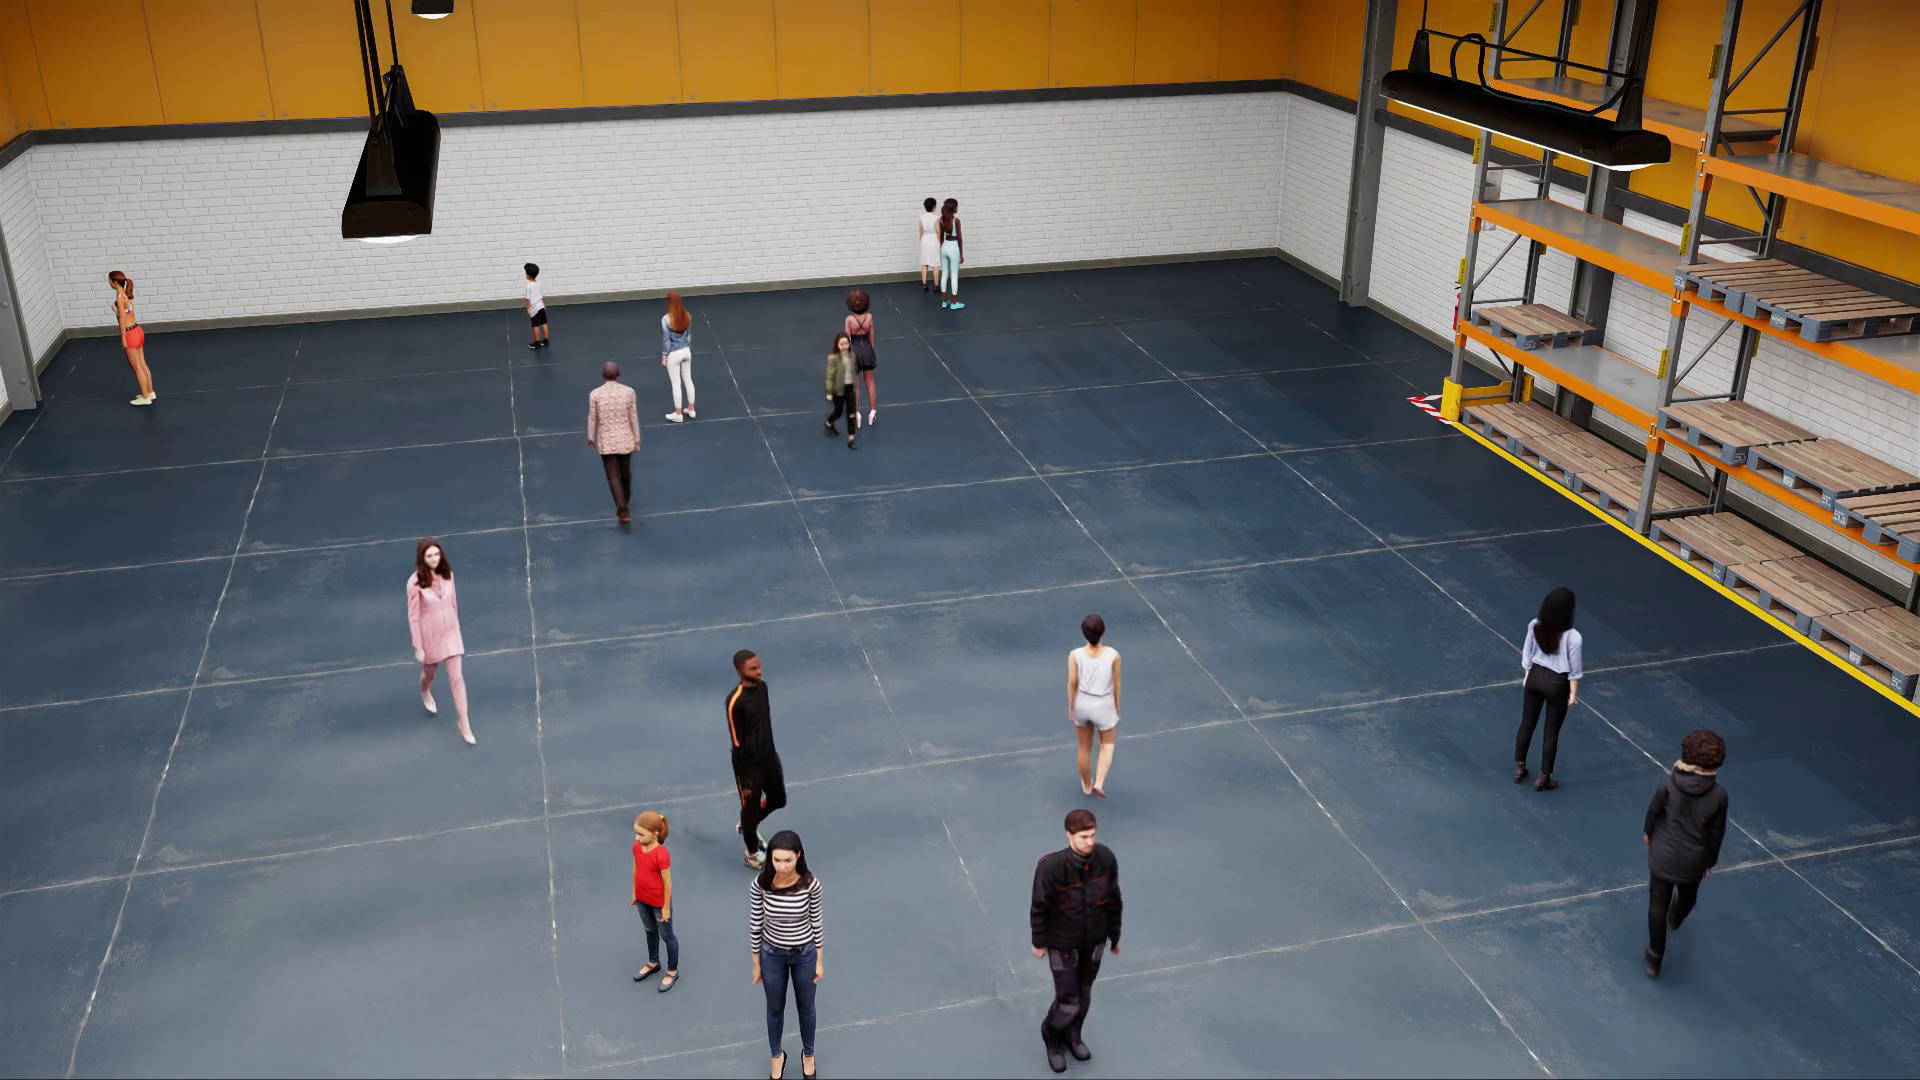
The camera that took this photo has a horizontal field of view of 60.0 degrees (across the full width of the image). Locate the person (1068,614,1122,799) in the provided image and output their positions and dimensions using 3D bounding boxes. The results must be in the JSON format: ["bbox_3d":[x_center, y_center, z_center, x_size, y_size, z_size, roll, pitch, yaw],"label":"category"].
[{"bbox_3d":[1.043,1.345,12.964,0.721,1.598,0.805,4,24,9],"label":"person"}]

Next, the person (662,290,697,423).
[{"bbox_3d":[-3.597,-2.363,21.314,0.708,1.703,0.695,20,31,38],"label":"person"}]

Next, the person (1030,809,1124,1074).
[{"bbox_3d":[0.670,2.405,10.255,0.781,1.826,0.732,-12,26,-26],"label":"person"}]

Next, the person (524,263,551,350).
[{"bbox_3d":[-6.188,-3.429,24.310,0.610,1.257,0.563,17,29,33],"label":"person"}]

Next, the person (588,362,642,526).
[{"bbox_3d":[-3.751,-1.027,18.162,0.879,1.781,1.241,-12,27,-26],"label":"person"}]

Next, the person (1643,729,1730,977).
[{"bbox_3d":[4.766,2.116,11.013,0.970,1.747,1.117,8,25,17],"label":"person"}]

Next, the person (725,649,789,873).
[{"bbox_3d":[-1.574,1.601,12.132,0.867,1.794,0.807,14,27,29],"label":"person"}]

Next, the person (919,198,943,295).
[{"bbox_3d":[-0.480,-4.789,27.053,0.641,1.552,0.693,12,26,25],"label":"person"}]

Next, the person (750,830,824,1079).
[{"bbox_3d":[-1.029,2.524,10.018,0.612,1.797,0.531,-2,24,-4],"label":"person"}]

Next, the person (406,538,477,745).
[{"bbox_3d":[-4.439,0.811,13.981,0.956,1.761,1.219,-19,30,-37],"label":"person"}]

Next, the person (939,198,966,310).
[{"bbox_3d":[-0.154,-4.523,26.227,0.643,1.726,0.715,16,28,32],"label":"person"}]

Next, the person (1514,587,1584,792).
[{"bbox_3d":[4.651,1.172,13.178,0.792,1.744,0.666,-21,31,-39],"label":"person"}]

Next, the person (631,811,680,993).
[{"bbox_3d":[-2.017,2.359,11.002,0.569,1.311,0.633,15,28,31],"label":"person"}]

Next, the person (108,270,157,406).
[{"bbox_3d":[-10.907,-2.671,21.917,0.653,1.786,0.502,-3,24,-6],"label":"person"}]

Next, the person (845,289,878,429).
[{"bbox_3d":[-1.260,-2.310,21.087,0.596,1.789,0.581,-10,26,-22],"label":"person"}]

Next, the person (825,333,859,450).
[{"bbox_3d":[-1.461,-1.860,20.478,0.742,1.451,0.995,-14,27,-29],"label":"person"}]
